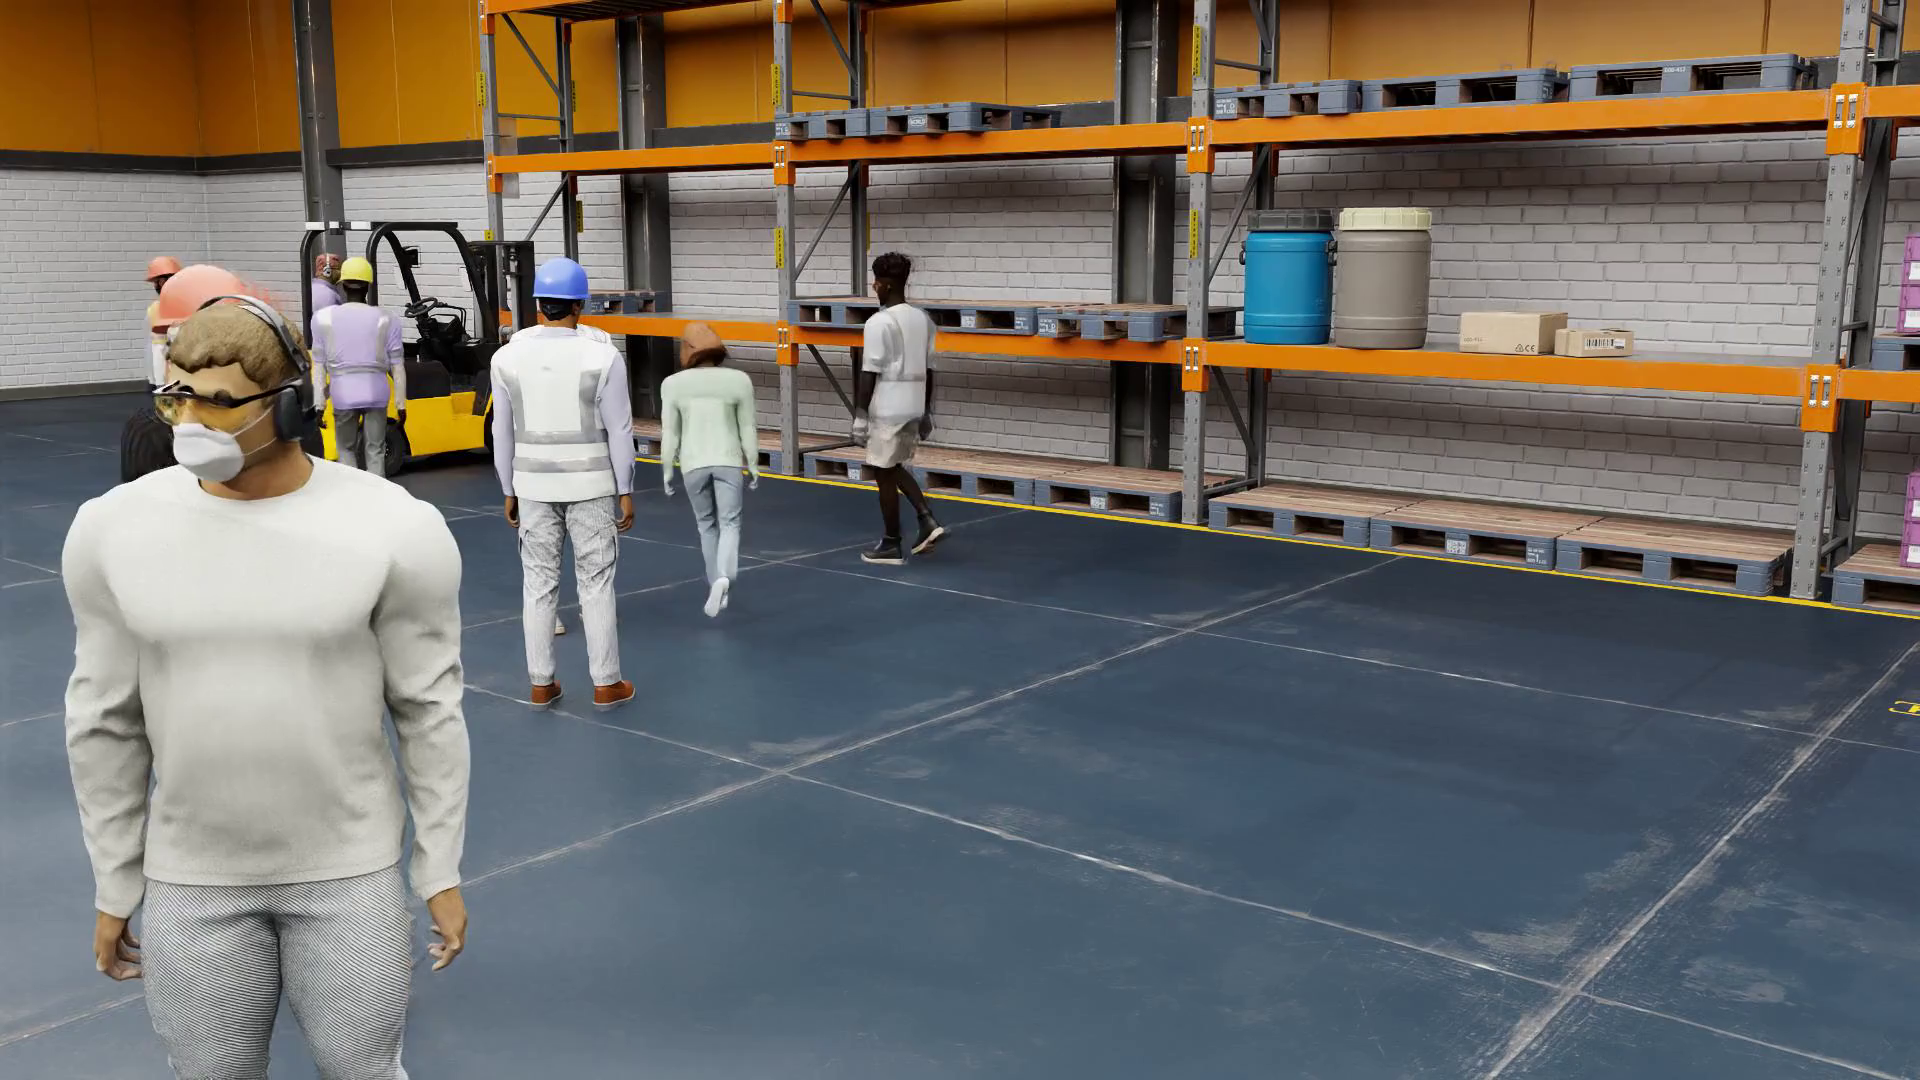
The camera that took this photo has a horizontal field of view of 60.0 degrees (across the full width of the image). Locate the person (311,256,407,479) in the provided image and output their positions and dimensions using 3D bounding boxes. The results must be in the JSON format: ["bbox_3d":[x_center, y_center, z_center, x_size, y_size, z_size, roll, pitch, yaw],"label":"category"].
[{"bbox_3d":[-4.102,-0.977,11.403,0.606,1.908,0.420,-3,11,-18],"label":"person"}]

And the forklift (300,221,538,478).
[{"bbox_3d":[-4.922,-1.741,14.854,1.214,2.155,2.313,8,13,38],"label":"forklift"}]

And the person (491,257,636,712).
[{"bbox_3d":[-1.681,-0.223,7.123,0.610,1.947,0.388,1,10,4],"label":"person"}]

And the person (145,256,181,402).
[{"bbox_3d":[-6.325,-1.355,13.534,0.760,1.903,0.552,3,11,14],"label":"person"}]

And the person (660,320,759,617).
[{"bbox_3d":[-1.342,-0.372,8.941,0.527,1.586,0.703,-1,10,-4],"label":"person"}]

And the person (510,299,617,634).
[{"bbox_3d":[-2.032,-0.457,8.607,0.584,1.880,0.349,-8,13,-38],"label":"person"}]

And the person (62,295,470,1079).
[{"bbox_3d":[-1.142,0.564,2.801,0.628,1.936,0.377,-2,10,-9],"label":"person"}]

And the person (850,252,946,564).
[{"bbox_3d":[-0.410,-0.804,10.322,0.427,1.949,0.624,6,12,31],"label":"person"}]

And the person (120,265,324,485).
[{"bbox_3d":[-1.909,0.245,4.504,0.852,1.961,0.621,4,11,23],"label":"person"}]

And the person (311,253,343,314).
[{"bbox_3d":[-5.896,-1.729,15.615,0.403,1.900,0.646,-6,12,-32],"label":"person"}]

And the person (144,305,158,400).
[{"bbox_3d":[-6.432,-1.361,13.881,0.640,1.794,0.920,-3,11,-19],"label":"person"}]
